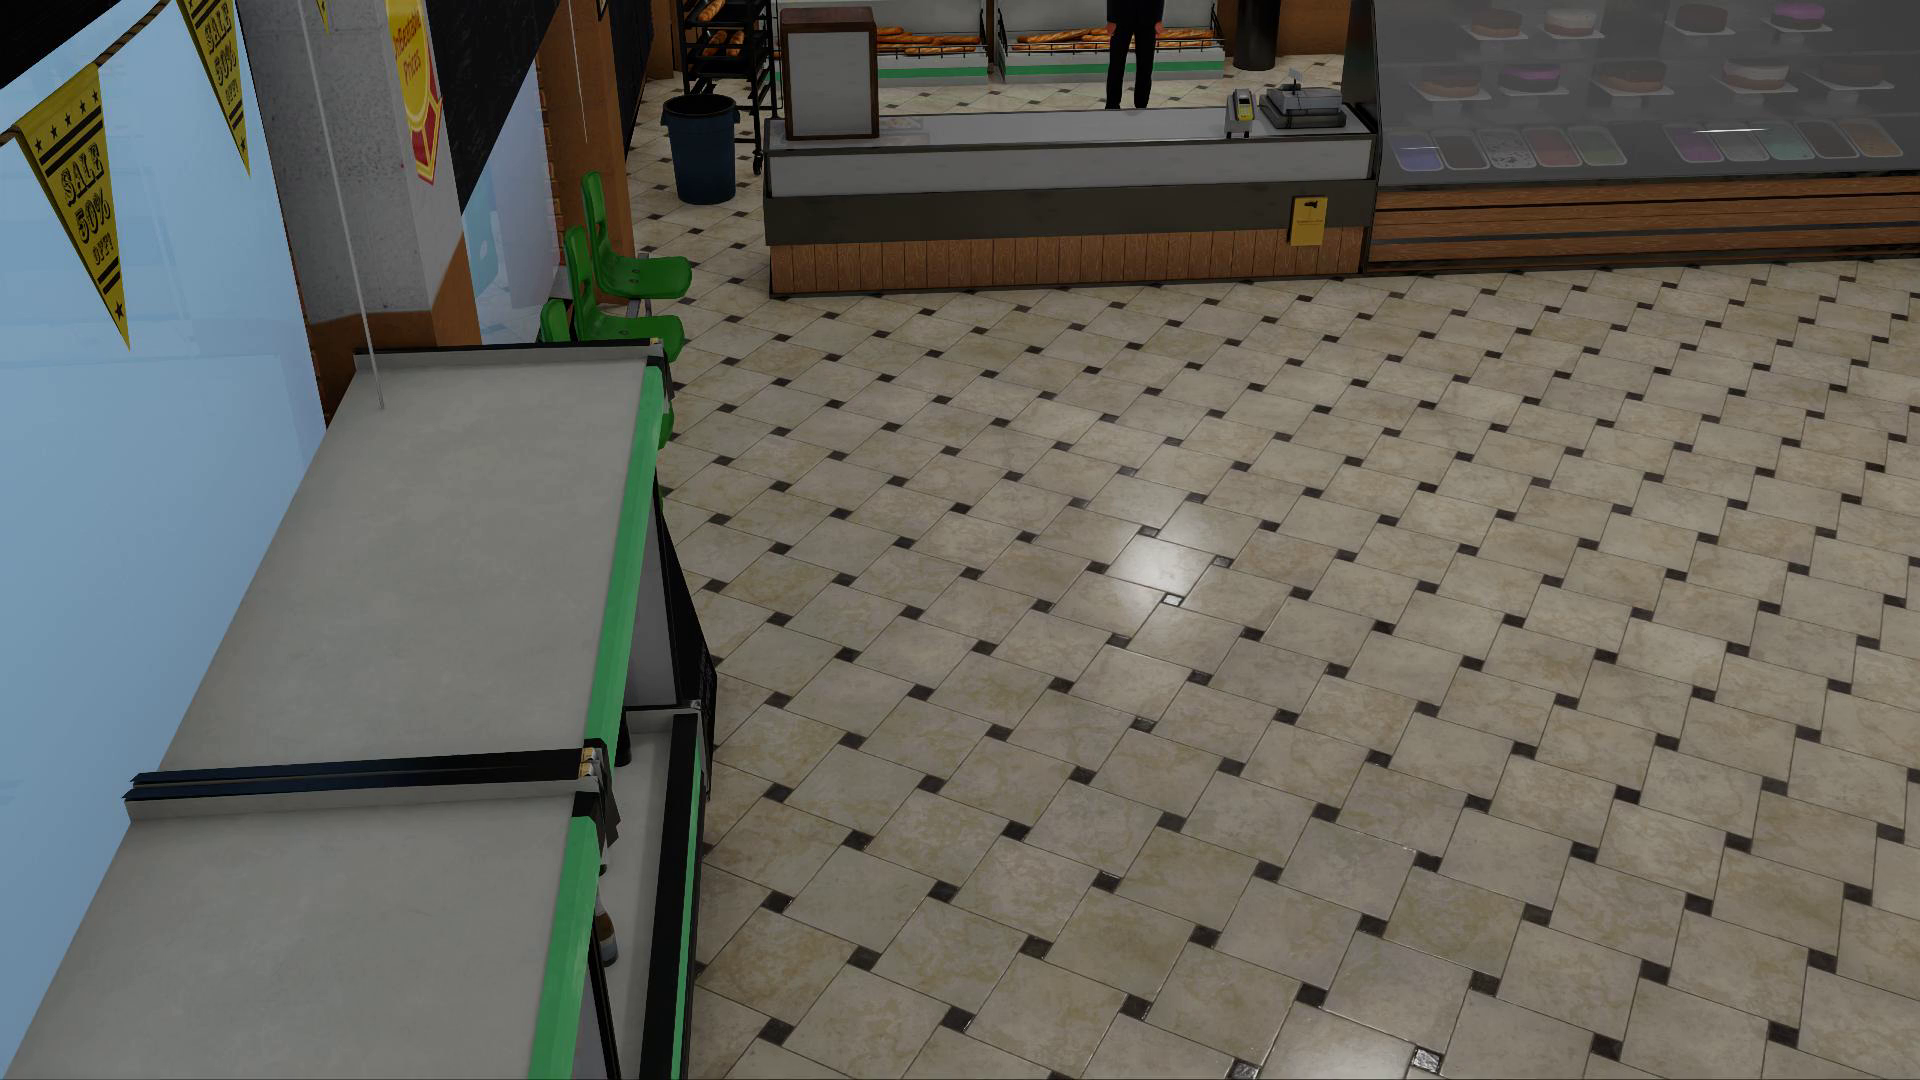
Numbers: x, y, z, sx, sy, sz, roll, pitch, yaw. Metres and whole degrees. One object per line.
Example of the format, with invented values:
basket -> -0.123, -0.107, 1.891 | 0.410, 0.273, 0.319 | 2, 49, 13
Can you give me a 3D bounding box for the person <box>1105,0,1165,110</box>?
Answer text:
person -> 1.421, -4.245, 13.479 | 0.612, 1.864, 0.566 | -3, 32, -4
